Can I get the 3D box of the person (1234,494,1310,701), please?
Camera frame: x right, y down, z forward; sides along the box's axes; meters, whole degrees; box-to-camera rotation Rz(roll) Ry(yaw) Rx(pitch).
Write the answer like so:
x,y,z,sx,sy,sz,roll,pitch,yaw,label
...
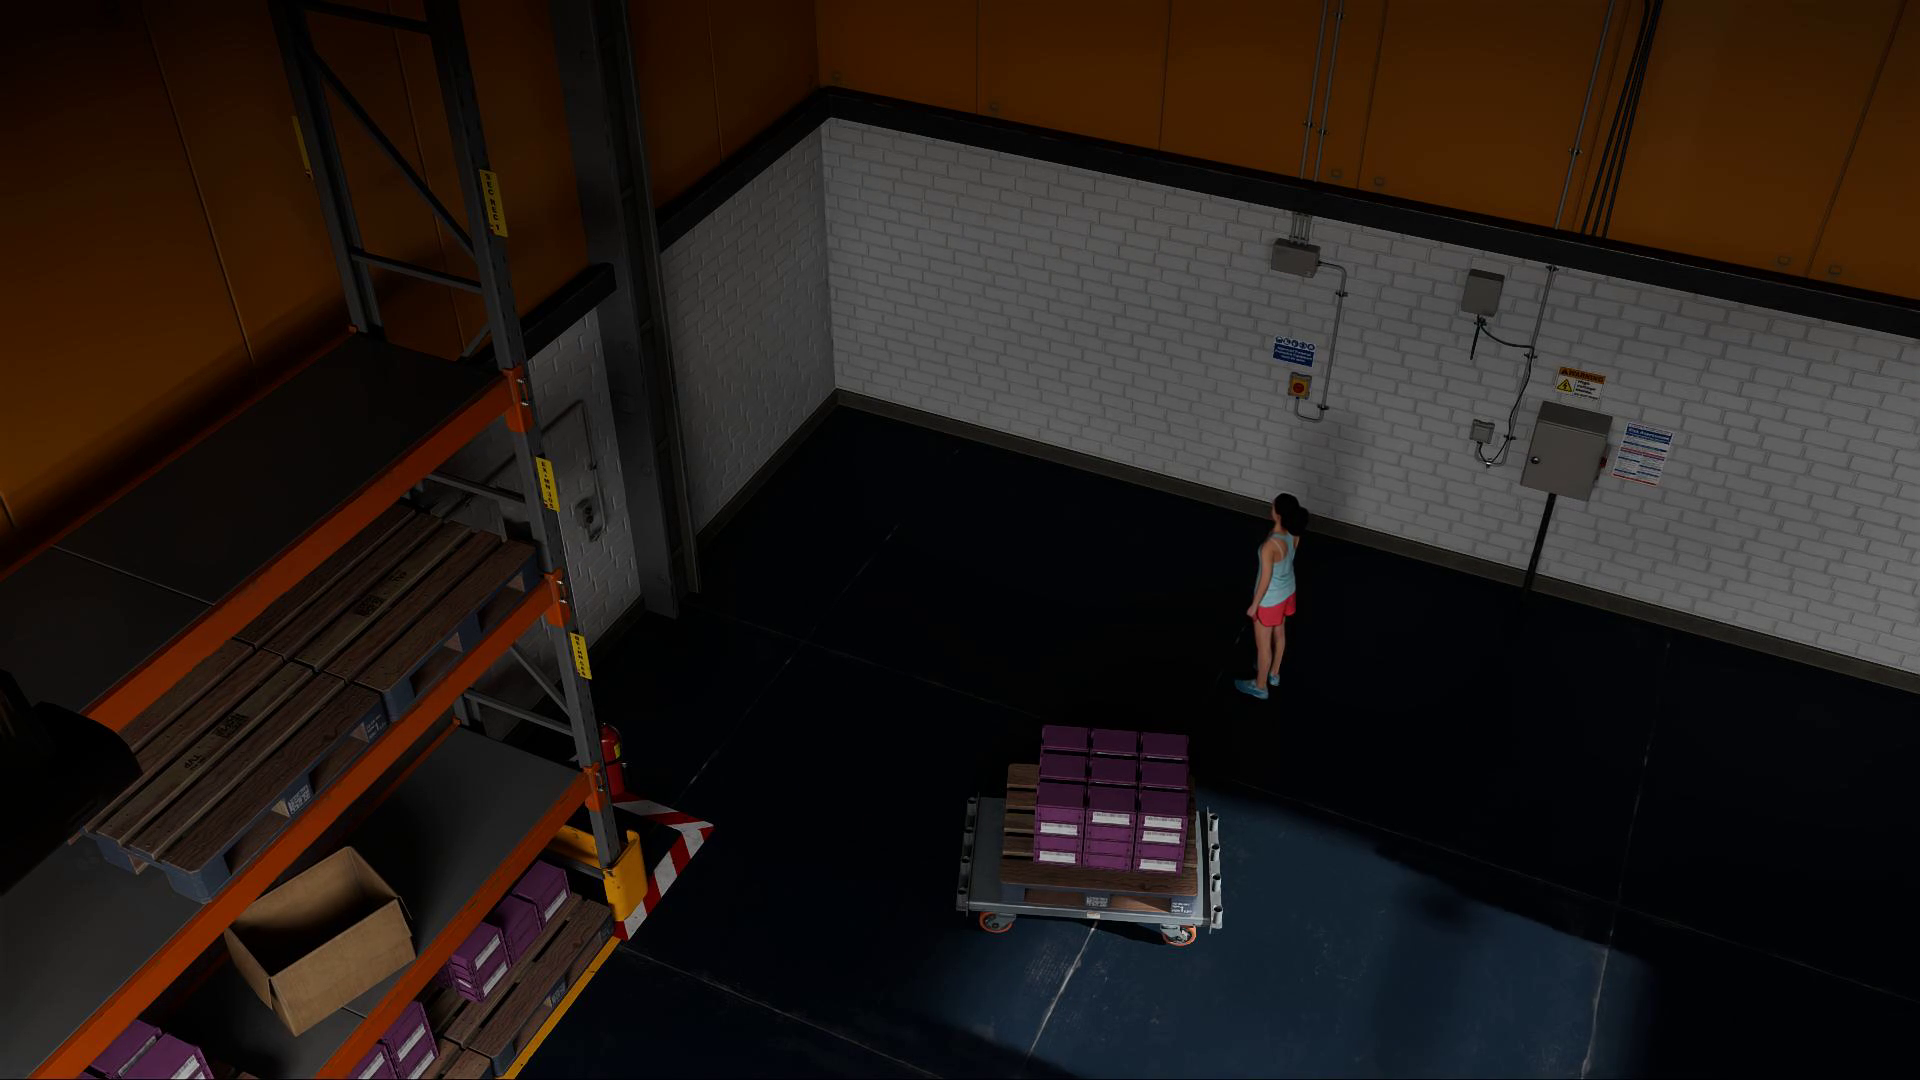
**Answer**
x,y,z,sx,sy,sz,roll,pitch,yaw,label
2.216,0.391,11.790,0.709,1.765,0.604,31,48,33,person
